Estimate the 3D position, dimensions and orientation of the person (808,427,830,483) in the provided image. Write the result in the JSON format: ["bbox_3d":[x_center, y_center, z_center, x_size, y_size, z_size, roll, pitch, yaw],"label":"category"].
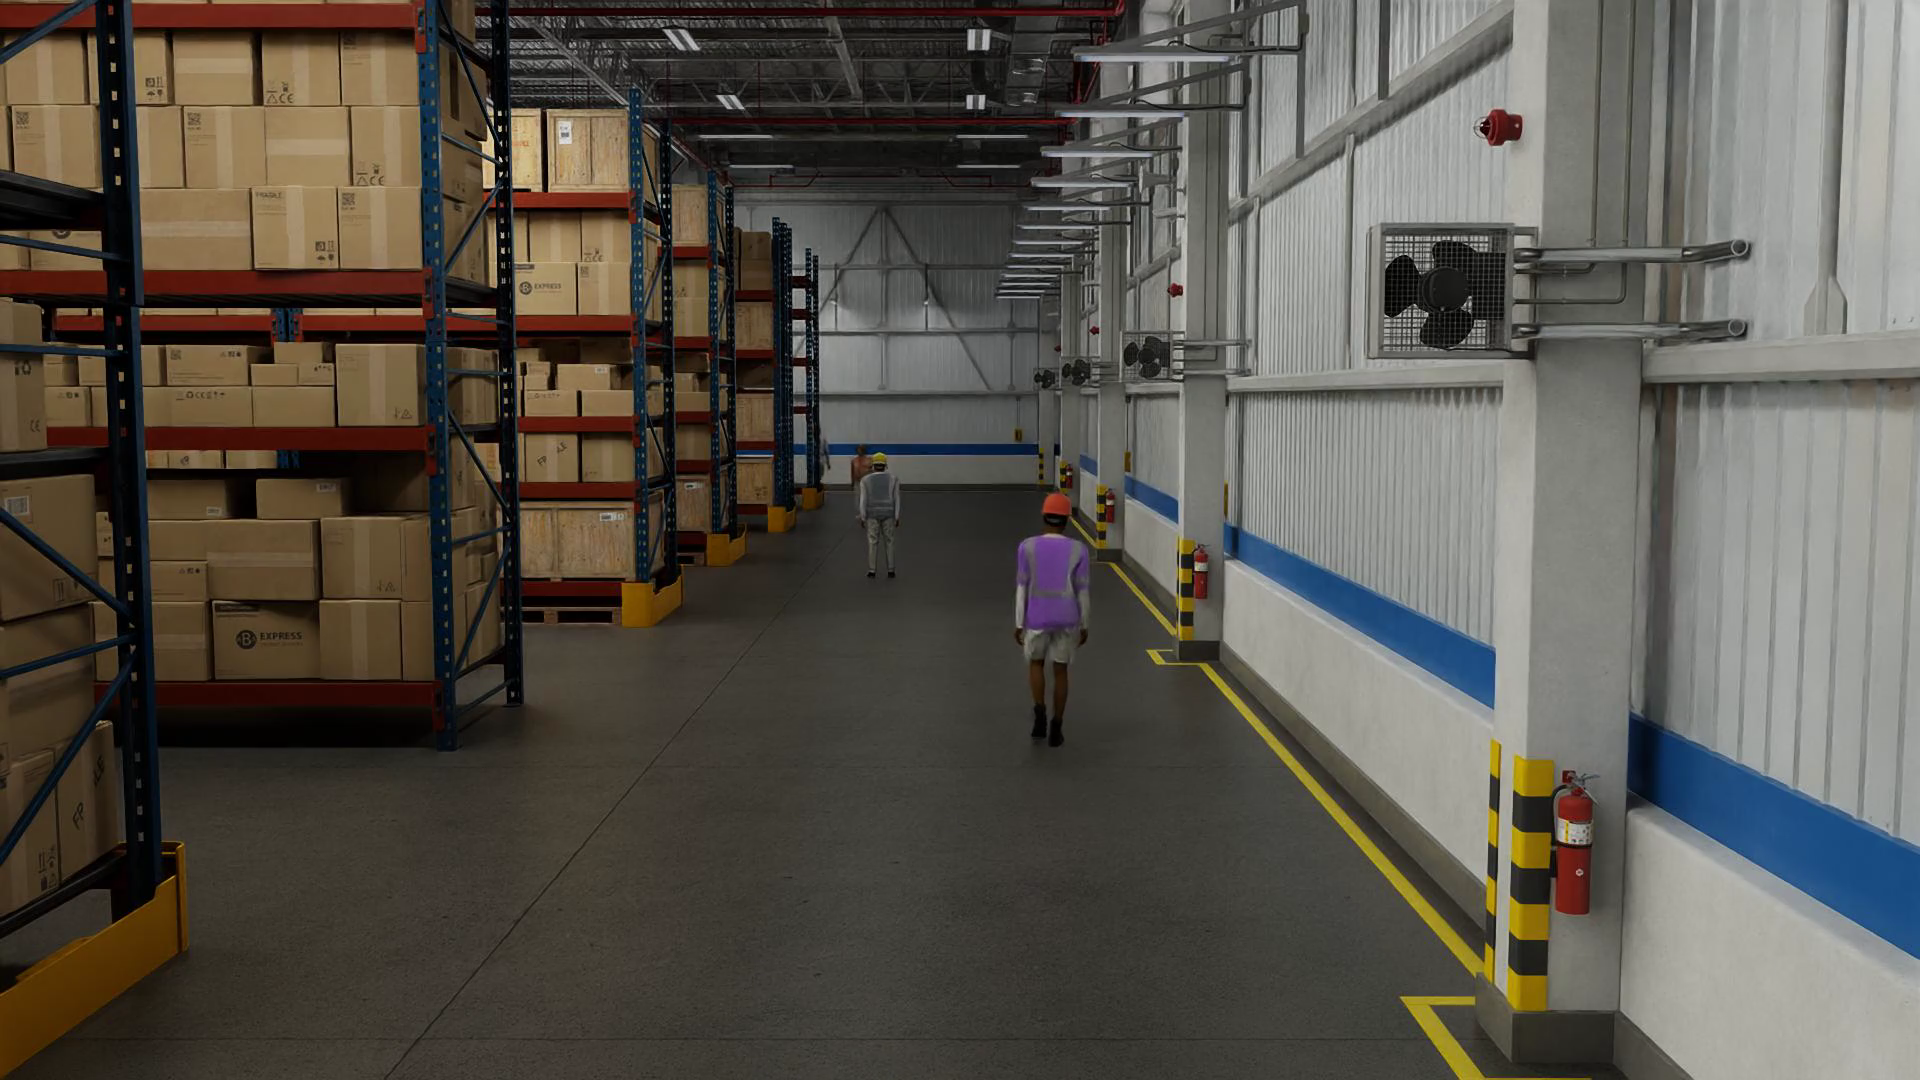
[{"bbox_3d":[-3.673,-1.990,42.802,0.545,1.904,0.955,-2,5,-23],"label":"person"}]

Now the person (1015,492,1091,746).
[{"bbox_3d":[0.705,0.591,12.580,0.572,1.912,0.474,0,5,6],"label":"person"}]

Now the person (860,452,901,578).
[{"bbox_3d":[-1.153,-0.352,24.050,0.586,1.833,0.404,-1,5,-8],"label":"person"}]

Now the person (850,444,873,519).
[{"bbox_3d":[-2.102,-1.257,35.773,0.531,1.624,0.453,1,5,10],"label":"person"}]
